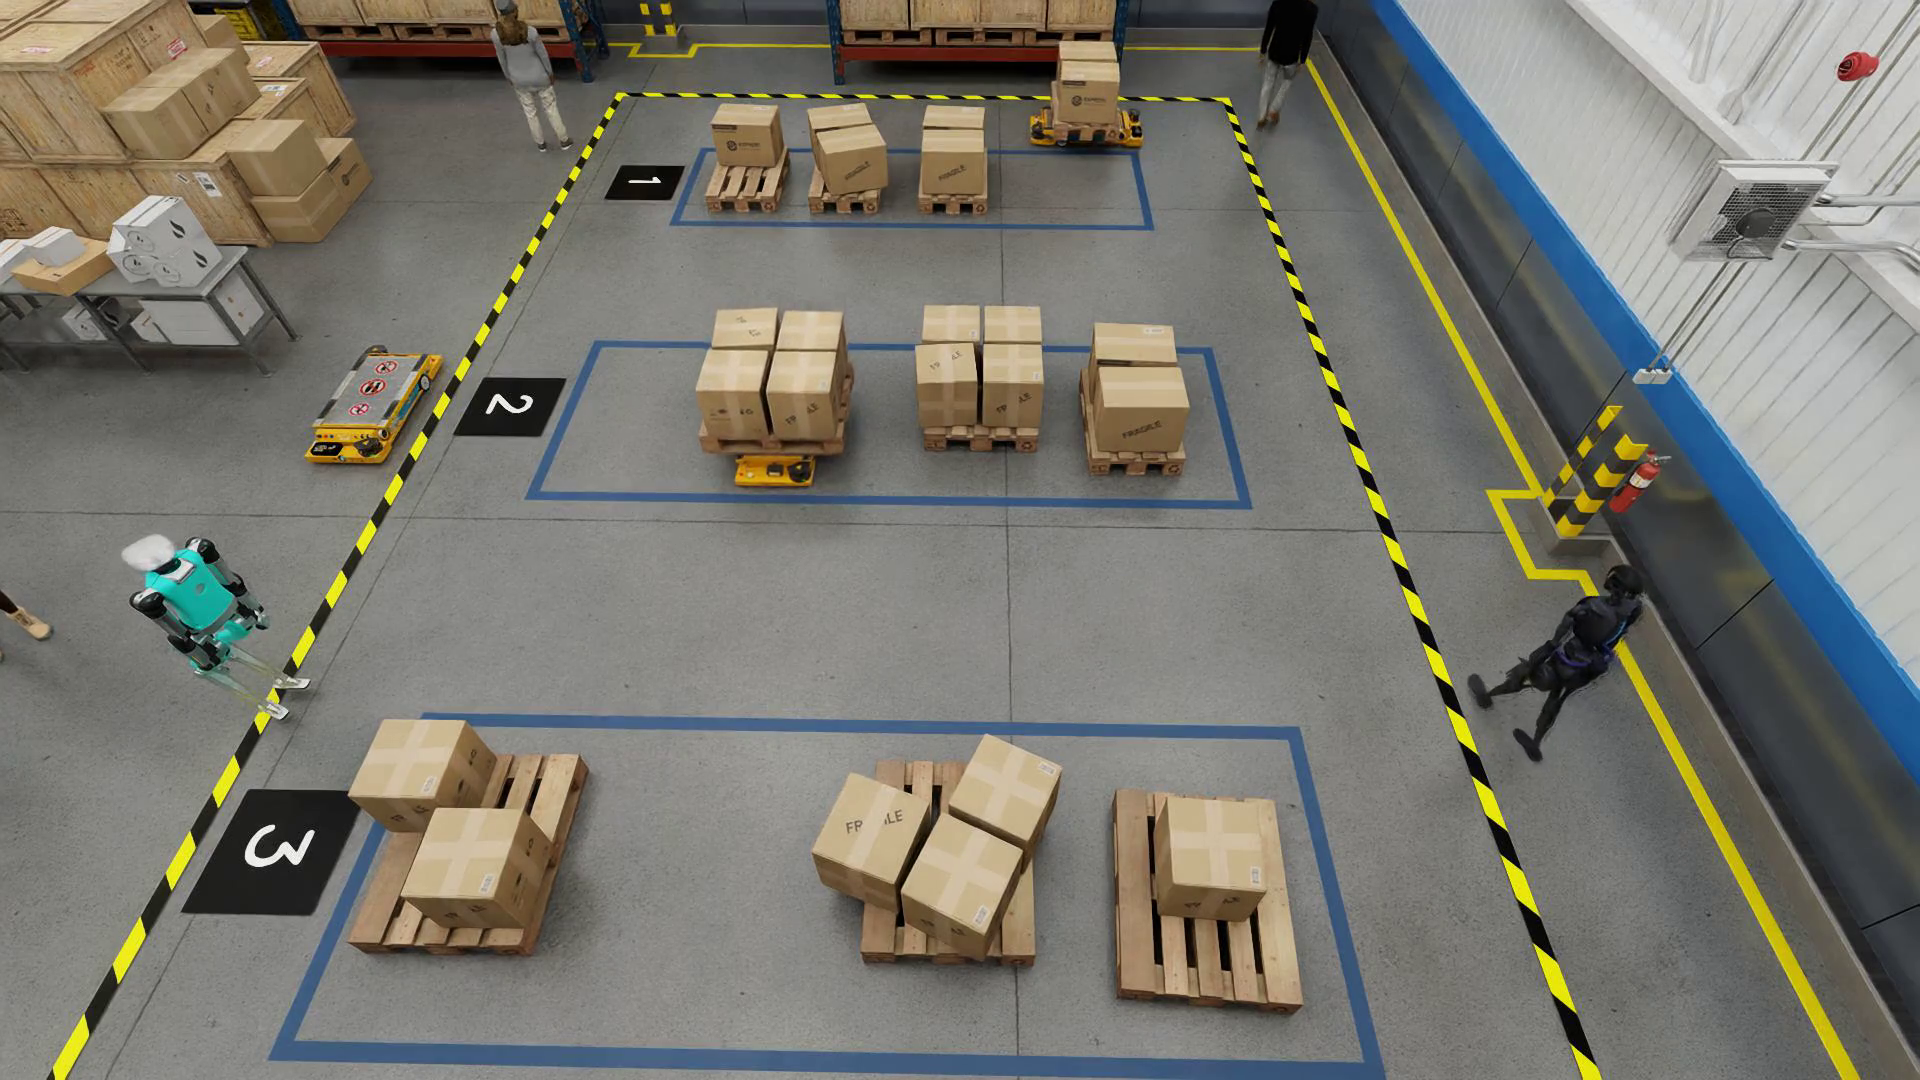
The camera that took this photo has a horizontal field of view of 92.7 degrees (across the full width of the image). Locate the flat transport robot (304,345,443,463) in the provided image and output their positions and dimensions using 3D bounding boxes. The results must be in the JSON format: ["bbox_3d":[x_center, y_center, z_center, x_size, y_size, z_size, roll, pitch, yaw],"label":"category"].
[{"bbox_3d":[-5.383,-1.269,8.441,0.659,0.231,1.431,1,50,1],"label":"flat transport robot"}]

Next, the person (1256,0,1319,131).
[{"bbox_3d":[4.084,-6.136,11.510,0.616,1.866,0.543,22,53,17],"label":"person"}]

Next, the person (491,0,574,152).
[{"bbox_3d":[-5.232,-5.636,11.153,0.572,1.765,0.399,-7,50,-6],"label":"person"}]

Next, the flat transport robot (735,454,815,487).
[{"bbox_3d":[-1.587,-1.058,8.244,0.652,0.197,1.431,1,50,1],"label":"flat transport robot"}]

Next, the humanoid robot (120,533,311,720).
[{"bbox_3d":[-4.849,0.546,5.855,0.735,1.677,0.533,9,50,8],"label":"humanoid robot"}]

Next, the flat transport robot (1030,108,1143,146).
[{"bbox_3d":[1.634,-5.375,11.897,1.431,0.197,0.652,1,50,1],"label":"flat transport robot"}]

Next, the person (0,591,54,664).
[{"bbox_3d":[-7.055,0.146,6.089,0.401,2.036,0.600,36,59,27],"label":"person"}]

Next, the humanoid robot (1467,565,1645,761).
[{"bbox_3d":[3.841,0.745,5.832,0.611,1.625,0.695,-9,50,-7],"label":"humanoid robot"}]
